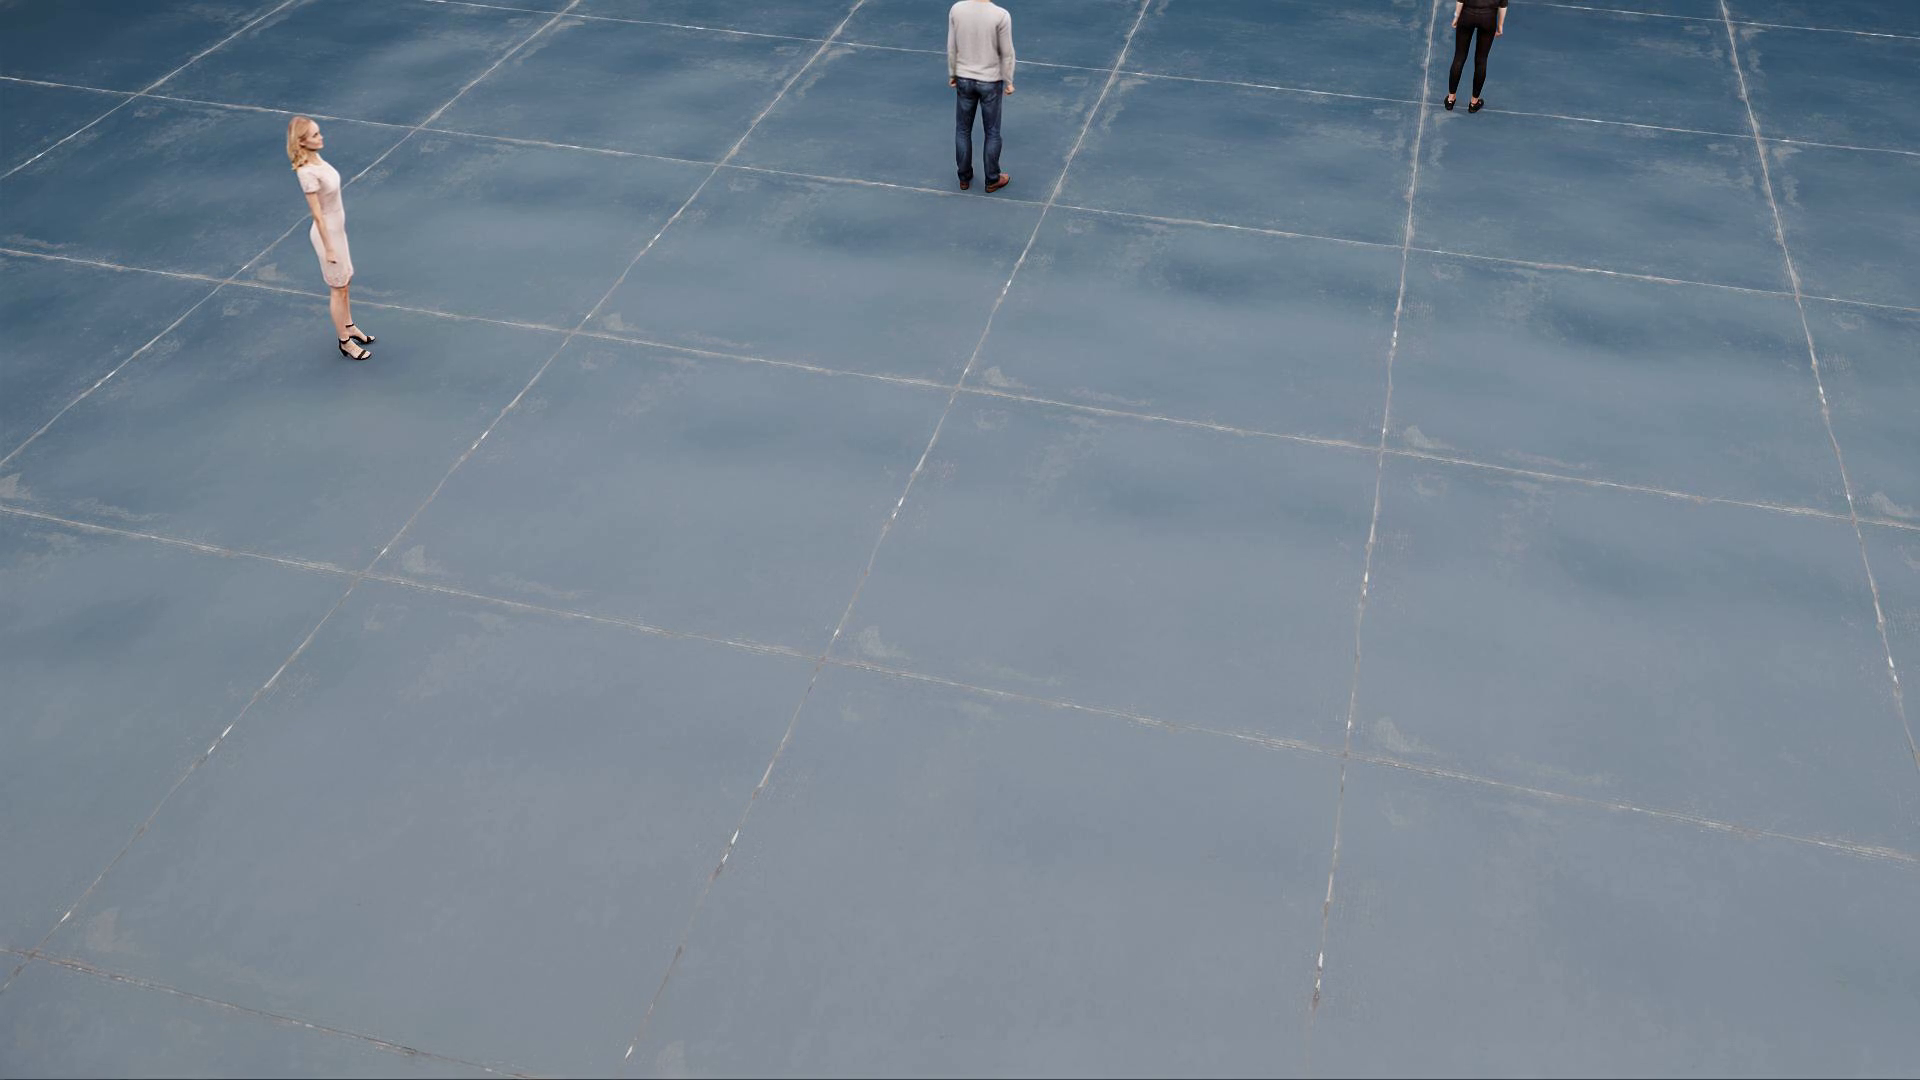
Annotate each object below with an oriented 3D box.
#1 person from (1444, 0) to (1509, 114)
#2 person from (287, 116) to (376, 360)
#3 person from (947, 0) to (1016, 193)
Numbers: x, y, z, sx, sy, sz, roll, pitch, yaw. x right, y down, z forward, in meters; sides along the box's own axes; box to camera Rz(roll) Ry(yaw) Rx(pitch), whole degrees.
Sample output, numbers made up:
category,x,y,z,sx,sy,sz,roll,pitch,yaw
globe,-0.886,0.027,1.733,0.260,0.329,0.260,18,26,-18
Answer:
category,x,y,z,sx,sy,sz,roll,pitch,yaw
person,4.762,-4.799,15.302,0.631,1.711,0.556,14,40,17
person,-4.481,-2.147,11.816,0.703,1.830,0.560,-5,38,-6
person,0.165,-3.855,13.935,0.758,1.908,0.648,13,40,16
